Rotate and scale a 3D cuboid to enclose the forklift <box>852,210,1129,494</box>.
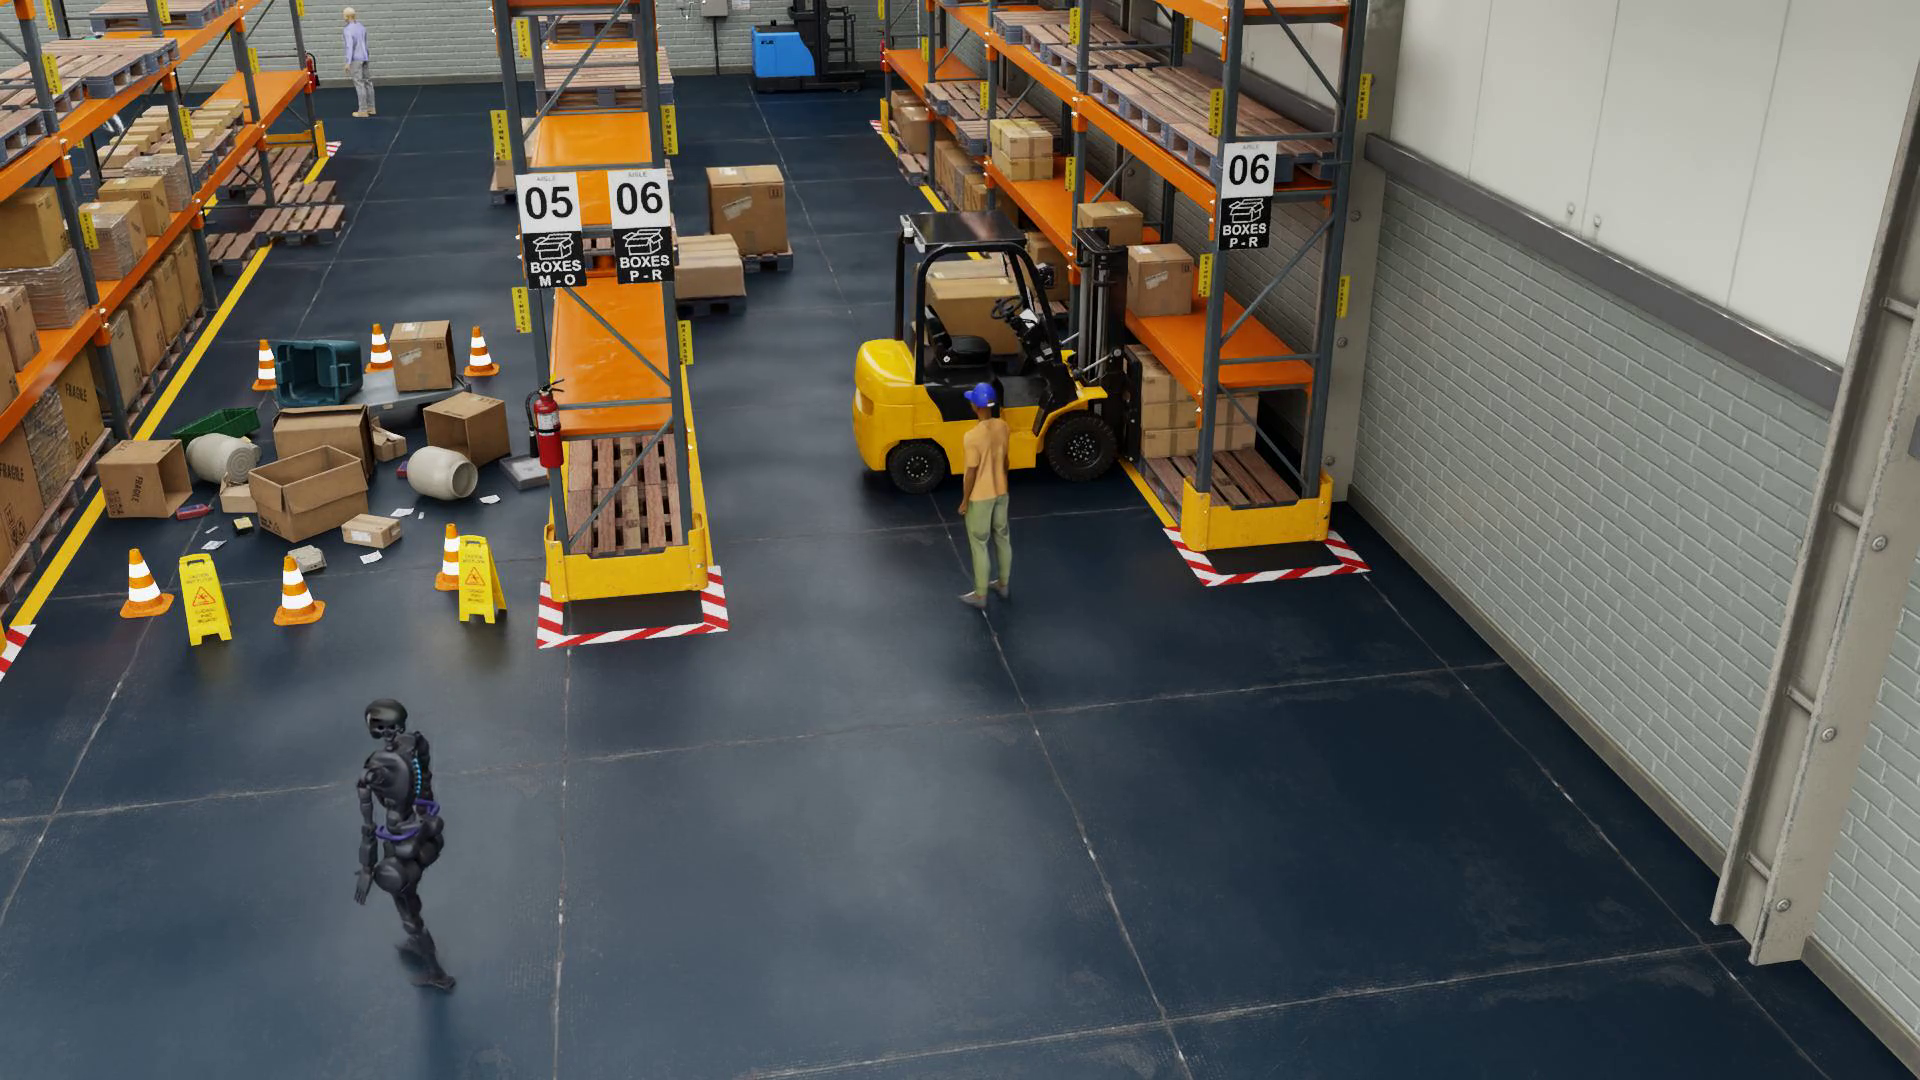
[{"bbox_3d":[0.216,-1.659,14.366,2.313,2.155,1.214,-5,26,-10],"label":"forklift"}]

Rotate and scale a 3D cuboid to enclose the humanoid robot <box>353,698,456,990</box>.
[{"bbox_3d":[-2.836,1.526,8.333,0.475,1.649,0.589,7,27,15],"label":"humanoid robot"}]

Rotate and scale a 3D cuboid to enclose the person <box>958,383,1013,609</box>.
[{"bbox_3d":[0.164,-0.333,12.148,0.447,1.717,0.371,-22,33,-38],"label":"person"}]

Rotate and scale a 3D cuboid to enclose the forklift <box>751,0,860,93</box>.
[{"bbox_3d":[-2.872,-9.679,30.288,1.873,2.768,1.129,-5,26,-10],"label":"forklift"}]

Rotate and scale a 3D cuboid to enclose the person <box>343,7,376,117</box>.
[{"bbox_3d":[-10.220,-8.121,28.275,0.395,1.800,0.586,7,27,15],"label":"person"}]

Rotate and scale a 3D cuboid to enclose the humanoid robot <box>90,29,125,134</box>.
[{"bbox_3d":[-13.733,-7.333,26.701,0.555,1.767,0.927,-22,34,-38],"label":"humanoid robot"}]
